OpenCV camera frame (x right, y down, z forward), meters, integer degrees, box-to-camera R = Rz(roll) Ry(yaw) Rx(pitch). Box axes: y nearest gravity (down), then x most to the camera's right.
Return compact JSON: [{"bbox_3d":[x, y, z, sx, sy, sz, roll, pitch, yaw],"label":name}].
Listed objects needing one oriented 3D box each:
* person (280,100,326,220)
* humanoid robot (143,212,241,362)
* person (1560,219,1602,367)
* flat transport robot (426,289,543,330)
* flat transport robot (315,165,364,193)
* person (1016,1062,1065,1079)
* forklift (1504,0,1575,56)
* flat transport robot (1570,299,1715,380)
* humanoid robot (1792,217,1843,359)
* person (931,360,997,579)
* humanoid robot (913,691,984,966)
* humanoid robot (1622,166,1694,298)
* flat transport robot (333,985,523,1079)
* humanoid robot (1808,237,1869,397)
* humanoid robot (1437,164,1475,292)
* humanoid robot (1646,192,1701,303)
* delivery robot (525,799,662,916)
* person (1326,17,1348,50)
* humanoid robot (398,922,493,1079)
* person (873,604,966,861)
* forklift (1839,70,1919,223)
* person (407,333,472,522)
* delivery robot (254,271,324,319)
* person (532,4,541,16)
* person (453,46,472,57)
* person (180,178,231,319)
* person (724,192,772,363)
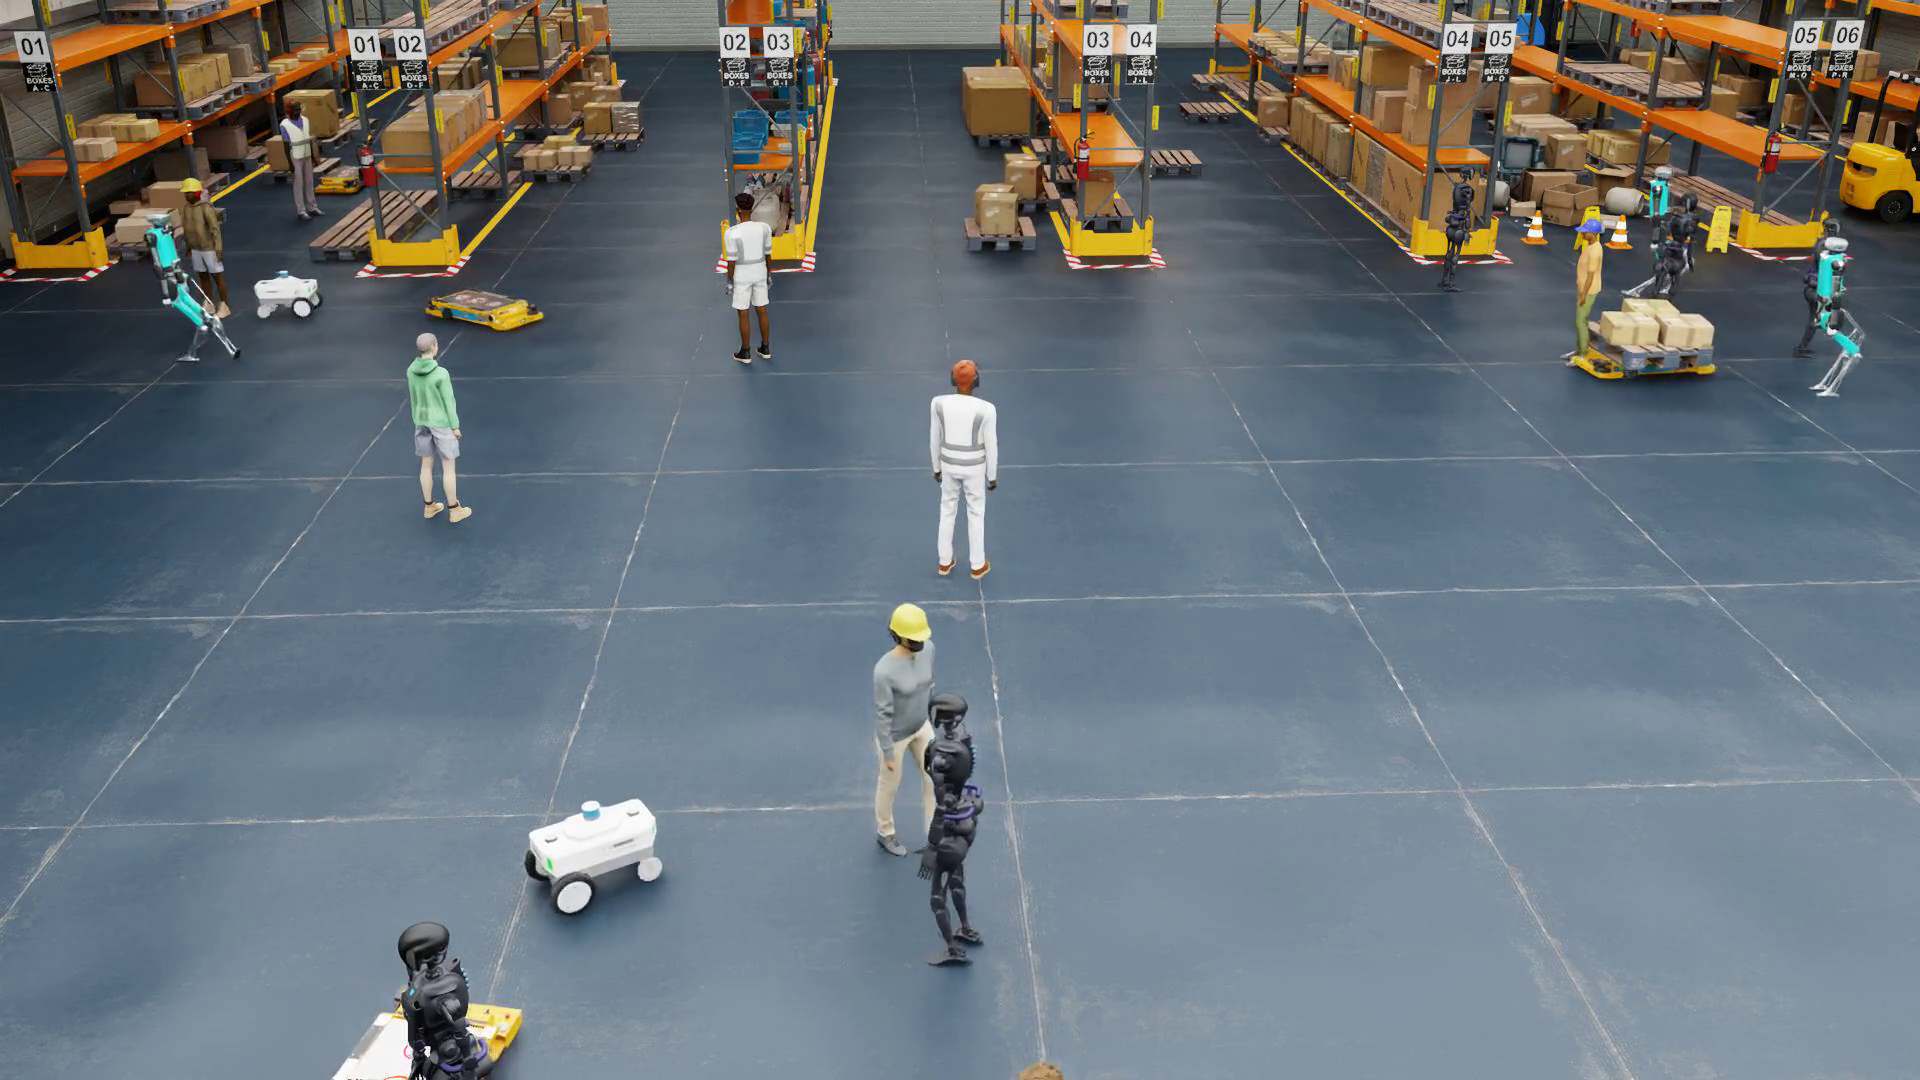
[{"bbox_3d":[-10.269,-5.917,25.849,0.392,1.834,0.563,9,25,19],"label":"person"},{"bbox_3d":[-8.784,-2.853,19.151,0.882,1.837,0.547,1,24,1],"label":"humanoid robot"},{"bbox_3d":[7.146,-2.844,19.096,0.390,1.709,0.436,6,25,13],"label":"person"},{"bbox_3d":[-6.020,-2.910,21.011,1.431,0.231,0.659,15,28,30],"label":"flat transport robot"},{"bbox_3d":[-10.402,-6.140,28.269,0.659,0.231,1.431,0,24,-1],"label":"flat transport robot"},{"bbox_3d":[0.351,2.710,6.397,0.543,1.879,0.451,-1,24,-2],"label":"person"},{"bbox_3d":[14.700,-13.805,42.301,1.873,2.768,1.129,-1,24,-2],"label":"forklift"},{"bbox_3d":[7.842,-2.069,19.121,1.431,0.231,0.659,-4,24,-9],"label":"flat transport robot"},{"bbox_3d":[9.997,-2.934,19.323,0.335,1.650,0.599,4,24,9],"label":"humanoid robot"},{"bbox_3d":[0.031,-0.579,13.805,0.573,1.875,0.346,8,25,17],"label":"person"},{"bbox_3d":[-0.058,1.572,9.192,0.326,1.649,0.591,6,25,13],"label":"humanoid robot"},{"bbox_3d":[9.151,-3.910,21.453,0.914,1.763,0.547,11,26,24],"label":"humanoid robot"},{"bbox_3d":[-2.773,2.764,8.263,0.659,0.231,1.431,4,24,9],"label":"flat transport robot"},{"bbox_3d":[9.575,-2.401,18.029,0.741,1.743,0.530,3,24,7],"label":"humanoid robot"},{"bbox_3d":[6.616,-4.160,22.071,0.315,1.657,0.599,-1,24,-2],"label":"humanoid robot"},{"bbox_3d":[8.799,-3.505,20.623,0.608,1.647,0.450,-11,26,-23],"label":"humanoid robot"},{"bbox_3d":[-2.209,1.860,9.965,0.811,0.613,0.499,-15,28,-30],"label":"delivery robot"},{"bbox_3d":[9.459,-12.954,41.751,0.985,1.742,0.616,-6,25,-13],"label":"person"},{"bbox_3d":[-2.256,2.384,7.370,0.315,1.654,0.599,-19,30,-36],"label":"humanoid robot"},{"bbox_3d":[-0.252,1.189,9.985,0.712,1.740,0.541,21,31,38],"label":"person"},{"bbox_3d":[15.132,-6.143,25.915,2.313,2.155,1.214,-1,24,-2],"label":"forklift"},{"bbox_3d":[-4.716,-1.006,14.934,0.471,1.734,0.323,9,25,19],"label":"person"},{"bbox_3d":[-8.529,-3.117,21.125,0.791,0.595,0.499,-2,24,-4],"label":"delivery robot"},{"bbox_3d":[-10.495,-12.637,40.909,0.388,1.863,0.509,9,25,19],"label":"person"},{"bbox_3d":[-11.318,-11.088,37.634,0.531,1.692,0.320,1,24,2],"label":"person"},{"bbox_3d":[-9.467,-3.667,20.872,0.544,1.764,0.401,10,26,21],"label":"person"},{"bbox_3d":[-2.438,-3.029,19.194,0.612,1.964,0.361,-17,29,-34],"label":"person"}]
